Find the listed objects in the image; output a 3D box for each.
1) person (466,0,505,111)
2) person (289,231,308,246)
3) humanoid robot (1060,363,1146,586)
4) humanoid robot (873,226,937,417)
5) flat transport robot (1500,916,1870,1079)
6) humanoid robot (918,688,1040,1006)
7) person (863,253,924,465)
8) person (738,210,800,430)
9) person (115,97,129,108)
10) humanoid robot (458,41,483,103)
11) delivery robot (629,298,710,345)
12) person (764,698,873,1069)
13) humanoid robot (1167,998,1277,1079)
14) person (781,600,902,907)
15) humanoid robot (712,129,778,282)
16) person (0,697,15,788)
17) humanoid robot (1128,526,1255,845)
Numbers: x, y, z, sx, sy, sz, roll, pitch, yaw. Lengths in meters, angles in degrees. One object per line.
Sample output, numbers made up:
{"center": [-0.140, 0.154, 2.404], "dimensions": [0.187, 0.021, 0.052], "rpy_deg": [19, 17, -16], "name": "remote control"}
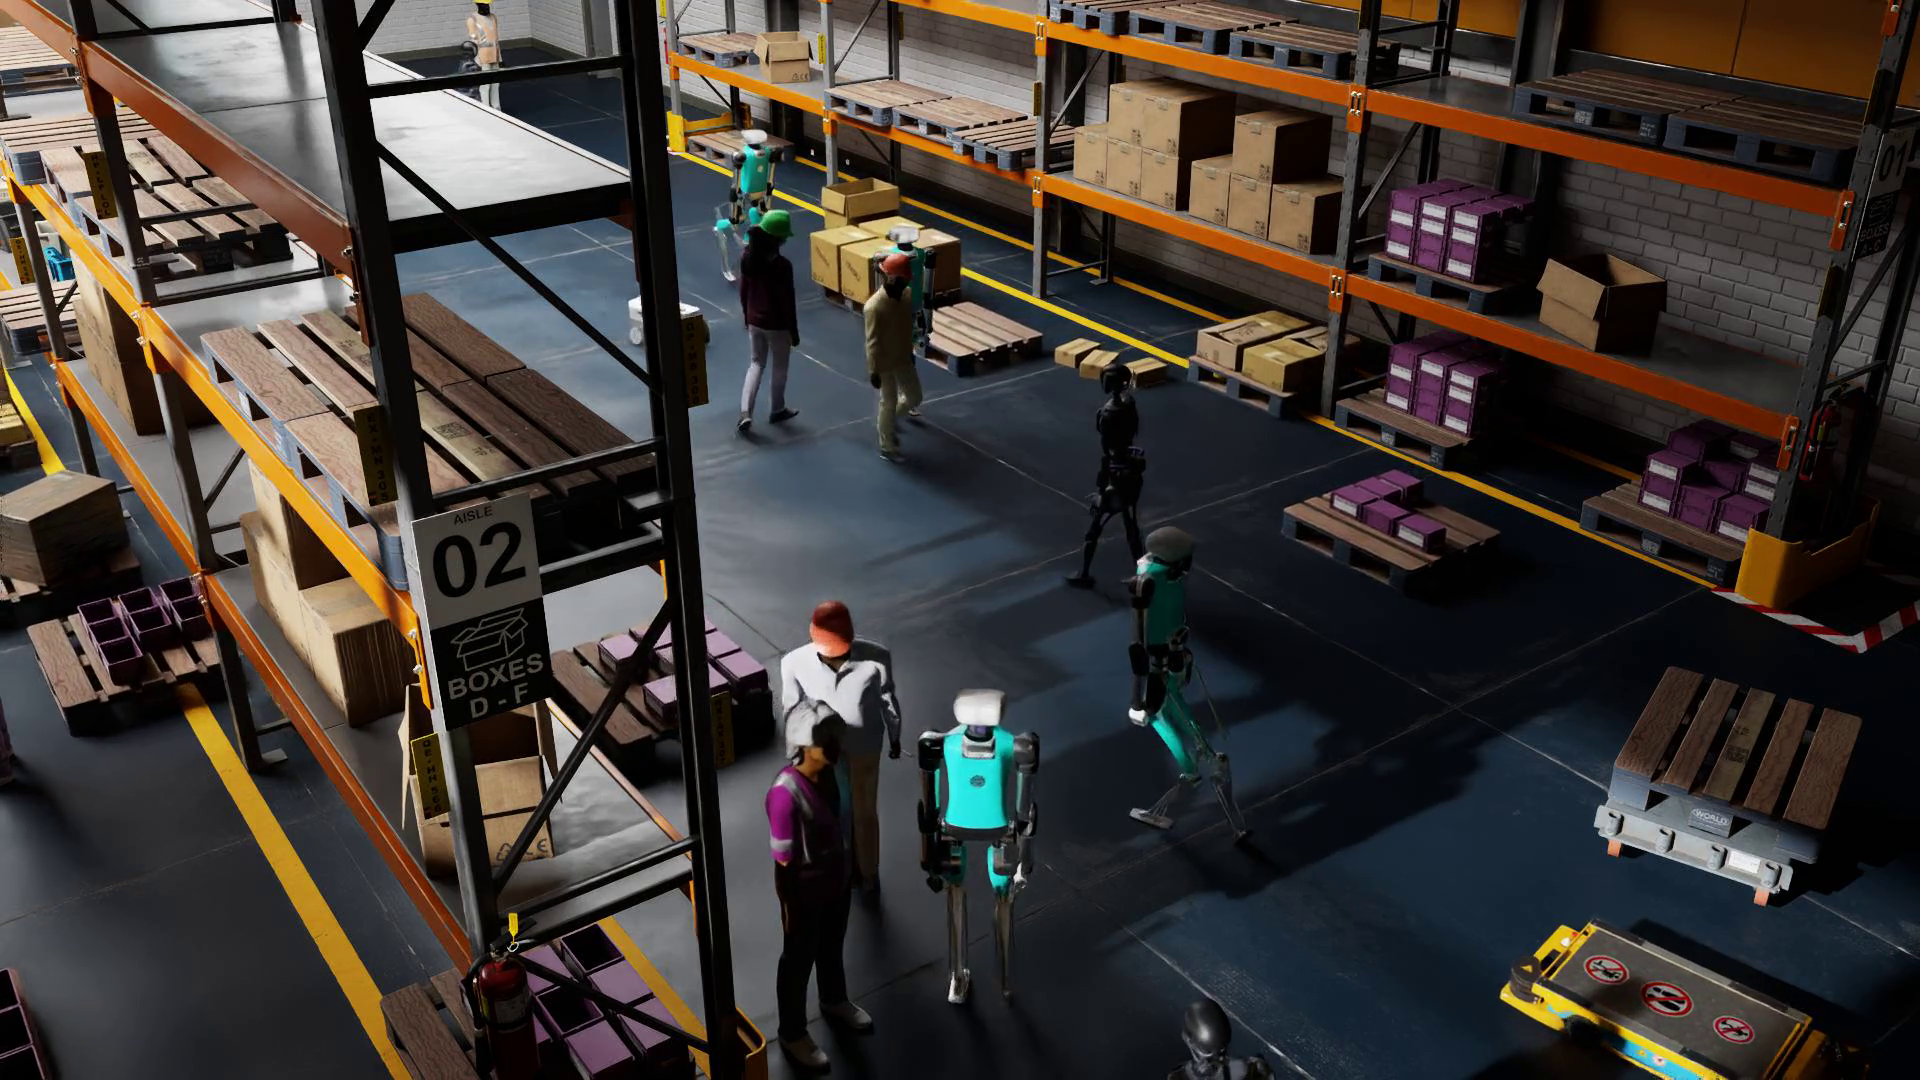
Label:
{"center": [-6.779, -6.919, 23.905], "dimensions": [0.359, 1.927, 0.586], "rpy_deg": [11, 29, 21], "name": "person"}
{"center": [-6.345, -2.646, 15.739], "dimensions": [0.287, 1.629, 0.498], "rpy_deg": [13, 30, 24], "name": "person"}
{"center": [1.033, -0.429, 11.297], "dimensions": [0.702, 1.629, 0.590], "rpy_deg": [12, 29, 22], "name": "humanoid robot"}
{"center": [-0.532, -1.856, 13.897], "dimensions": [0.533, 1.677, 0.735], "rpy_deg": [-10, 28, -18], "name": "humanoid robot"}
{"center": [3.287, 2.212, 7.587], "dimensions": [1.431, 0.231, 0.659], "rpy_deg": [23, 34, 37], "name": "flat transport robot"}
{"center": [0.086, 1.381, 7.636], "dimensions": [0.538, 1.818, 0.679], "rpy_deg": [1, 27, 2], "name": "humanoid robot"}
{"center": [-0.520, -1.437, 13.214], "dimensions": [0.392, 1.724, 0.595], "rpy_deg": [18, 32, 32], "name": "person"}
{"center": [-1.598, -1.815, 13.773], "dimensions": [0.557, 1.904, 0.654], "rpy_deg": [16, 31, 28], "name": "person"}
{"center": [-10.307, -5.114, 20.256], "dimensions": [0.401, 1.986, 0.610], "rpy_deg": [9, 28, 17], "name": "person"}
{"center": [-6.464, -5.738, 21.907], "dimensions": [0.830, 1.629, 0.593], "rpy_deg": [-16, 31, -28], "name": "humanoid robot"}
{"center": [-2.811, -2.092, 15.822], "dimensions": [0.769, 0.587, 0.499], "rpy_deg": [20, 33, 34], "name": "delivery robot"}
{"center": [-0.627, 1.487, 7.285], "dimensions": [0.334, 1.840, 0.507], "rpy_deg": [17, 31, 30], "name": "person"}
{"center": [0.874, 2.290, 5.863], "dimensions": [0.596, 1.642, 0.378], "rpy_deg": [-9, 28, -17], "name": "humanoid robot"}
{"center": [-0.588, 1.042, 8.297], "dimensions": [0.574, 1.714, 0.612], "rpy_deg": [1, 27, 2], "name": "person"}
{"center": [-2.256, -3.396, 17.133], "dimensions": [0.539, 1.728, 1.031], "rpy_deg": [-23, 35, -38], "name": "humanoid robot"}
{"center": [-5.592, 0.521, 9.138], "dimensions": [0.410, 1.901, 0.638], "rpy_deg": [-11, 29, -21], "name": "person"}
{"center": [1.286, 0.854, 8.718], "dimensions": [0.861, 1.836, 0.552], "rpy_deg": [16, 31, 29], "name": "humanoid robot"}
